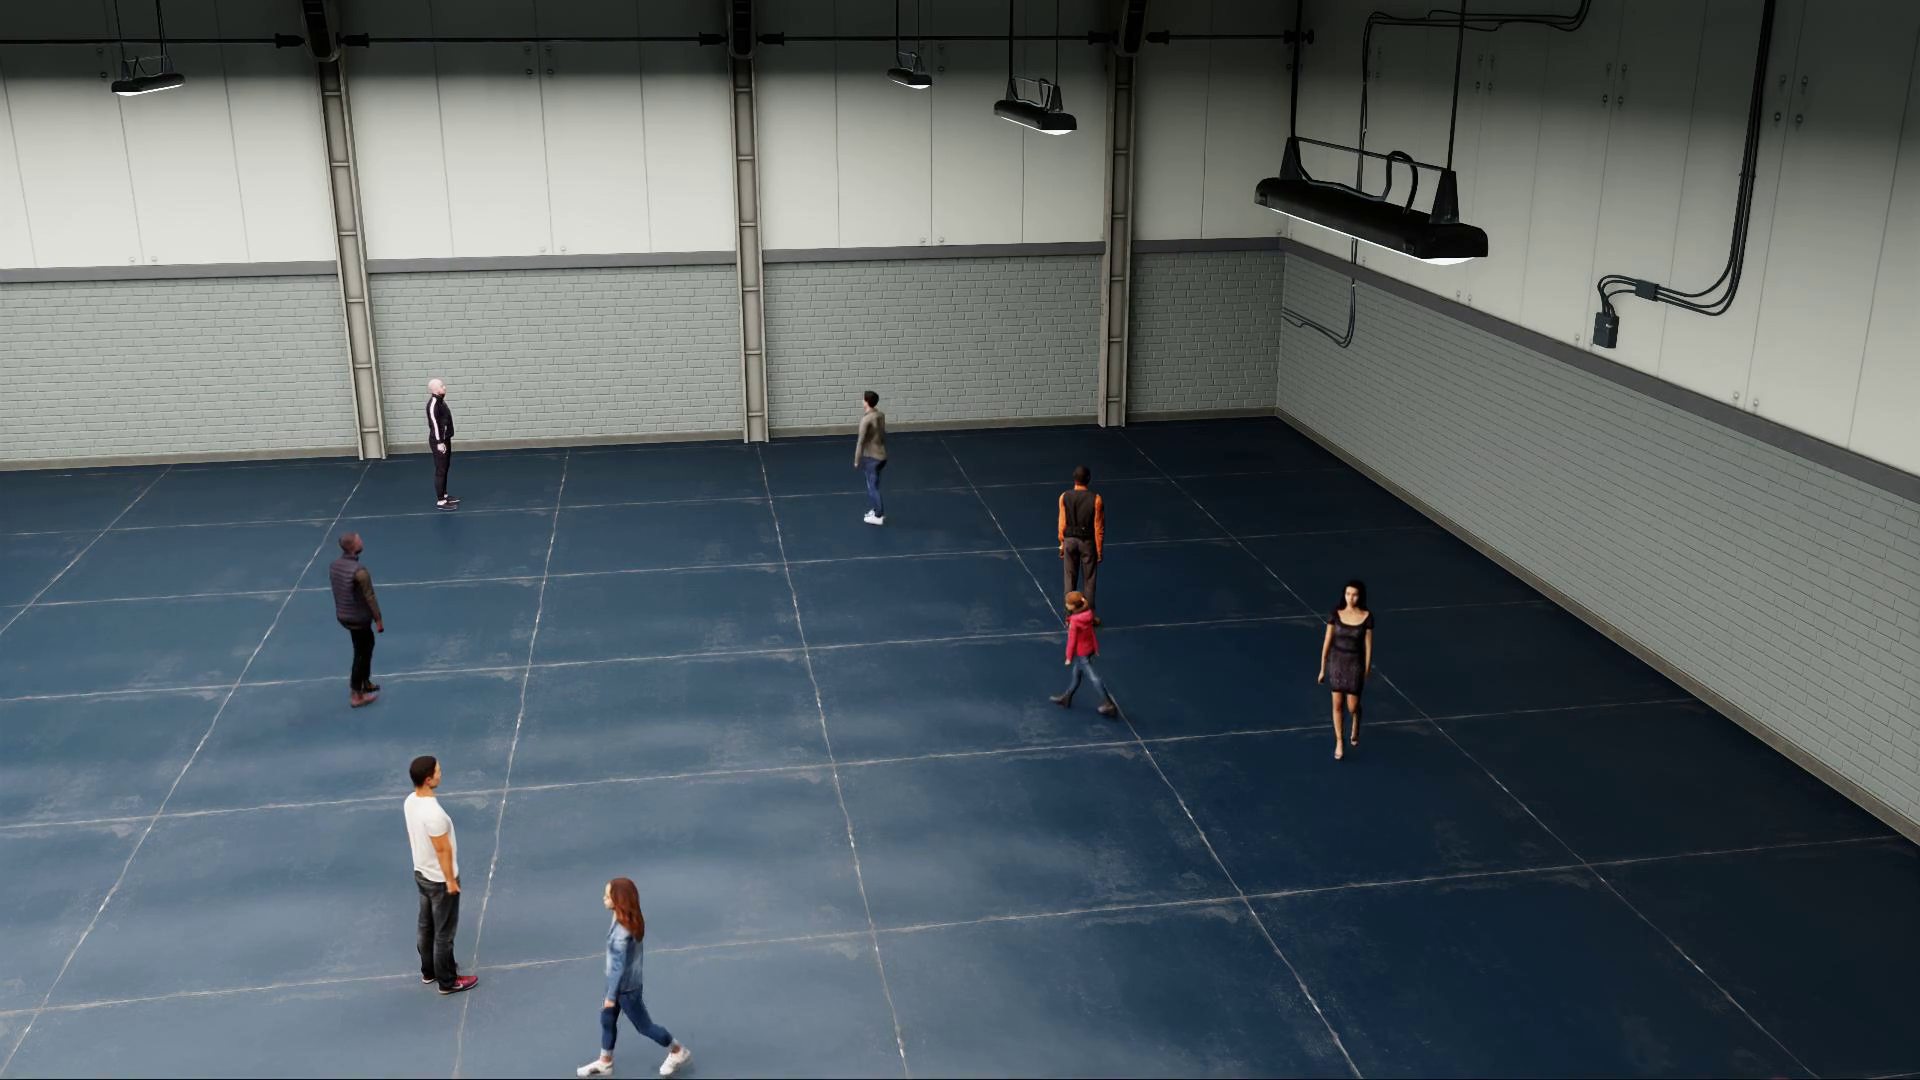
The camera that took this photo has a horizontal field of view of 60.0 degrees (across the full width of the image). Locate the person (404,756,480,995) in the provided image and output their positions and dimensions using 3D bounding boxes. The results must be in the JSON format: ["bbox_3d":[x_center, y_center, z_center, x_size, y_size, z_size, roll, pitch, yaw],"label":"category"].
[{"bbox_3d":[-3.783,2.393,11.946,0.731,1.799,0.722,-16,24,-41],"label":"person"}]

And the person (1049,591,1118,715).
[{"bbox_3d":[1.313,1.158,16.599,1.011,1.264,0.860,10,20,27],"label":"person"}]

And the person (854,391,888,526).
[{"bbox_3d":[-1.097,-1.098,22.572,0.864,1.856,0.834,9,20,26],"label":"person"}]

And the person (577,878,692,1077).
[{"bbox_3d":[-2.120,2.903,10.928,0.979,1.458,0.611,-5,19,-15],"label":"person"}]

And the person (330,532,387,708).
[{"bbox_3d":[-6.157,0.818,16.744,0.852,1.823,0.897,15,23,38],"label":"person"}]

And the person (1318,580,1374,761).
[{"bbox_3d":[3.652,1.204,15.630,0.763,1.778,0.824,8,20,23],"label":"person"}]

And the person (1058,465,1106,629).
[{"bbox_3d":[1.365,0.080,18.871,0.725,1.907,0.847,6,19,19],"label":"person"}]

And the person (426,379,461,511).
[{"bbox_3d":[-7.324,-1.366,23.426,0.548,1.837,0.655,-3,18,-9],"label":"person"}]
